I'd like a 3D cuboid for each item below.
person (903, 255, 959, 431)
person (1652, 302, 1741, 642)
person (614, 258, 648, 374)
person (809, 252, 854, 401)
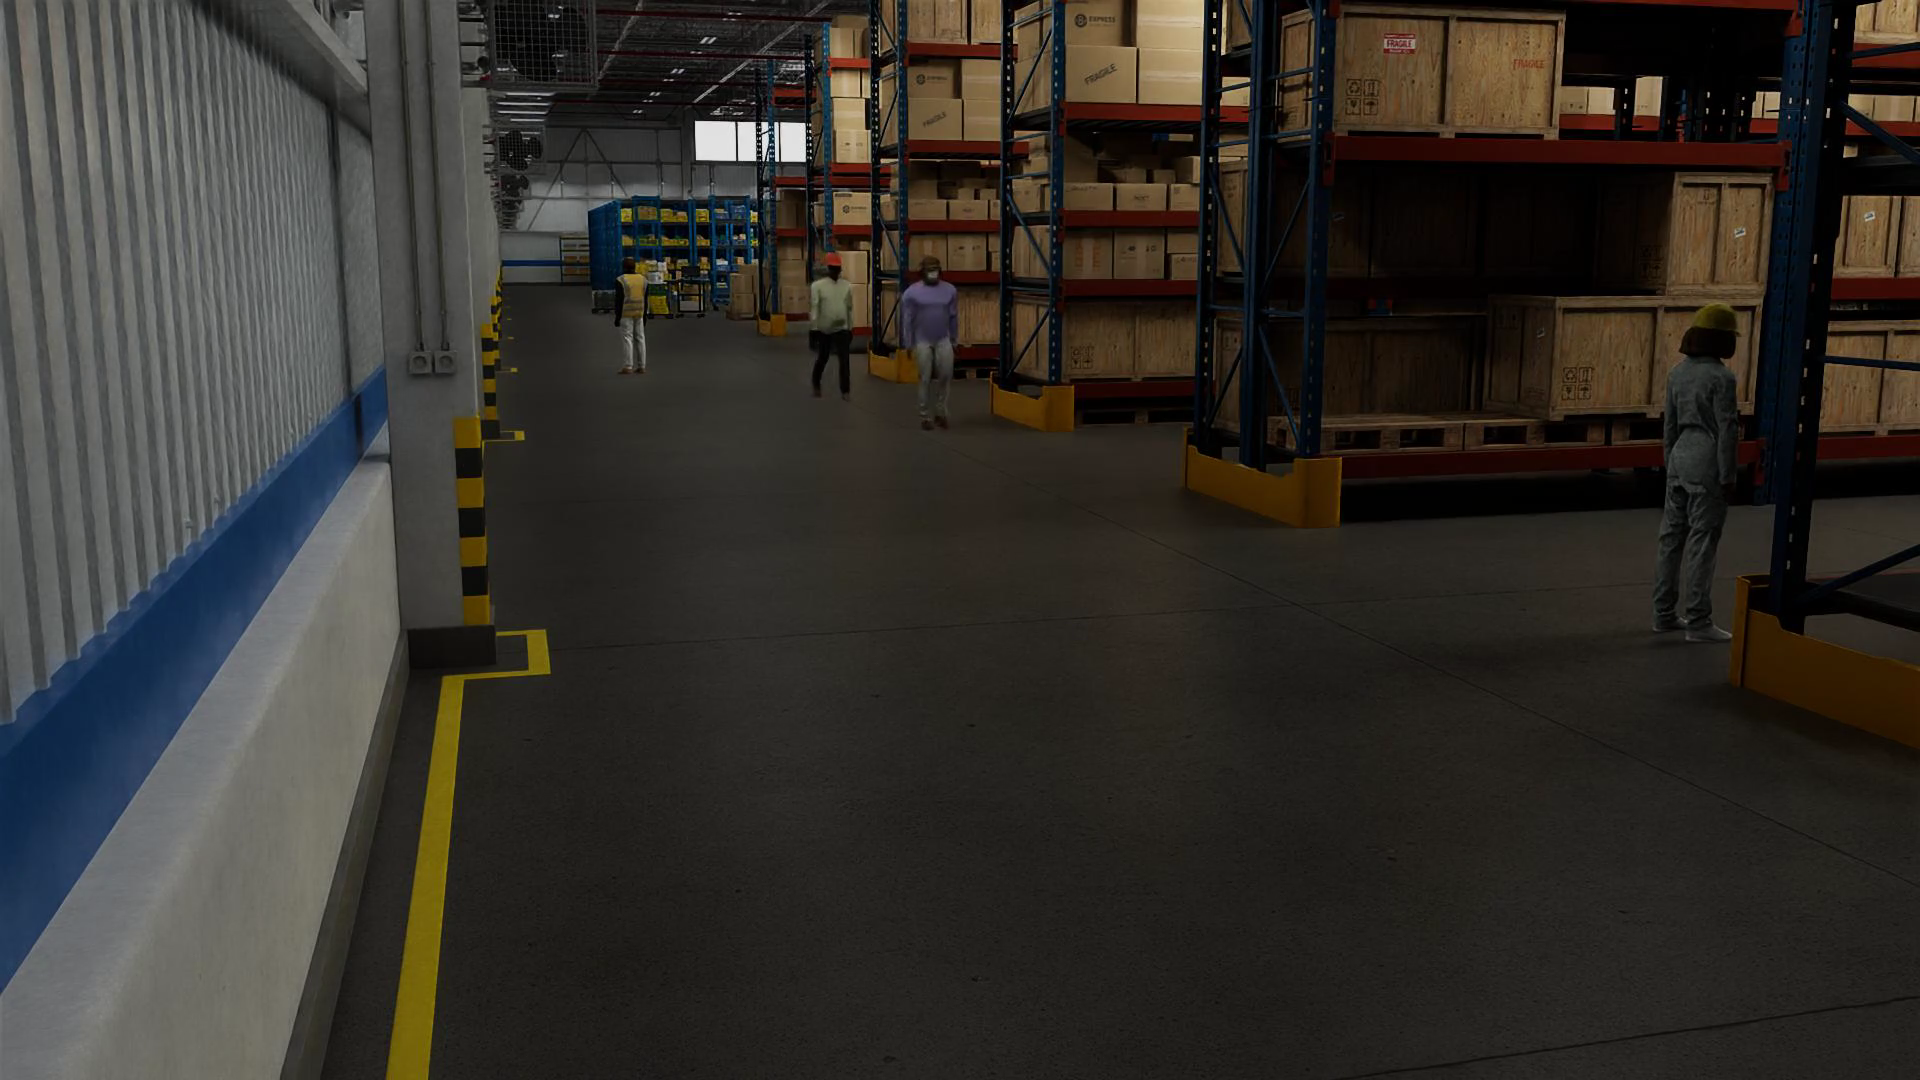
[{"bbox_3d":[-0.308,-2.141,18.218,0.654,1.916,0.584,-3,10,-16],"label":"person"},{"bbox_3d":[3.825,-0.350,8.575,0.298,1.744,0.486,-3,10,-17],"label":"person"},{"bbox_3d":[-5.239,-3.548,26.405,0.429,1.841,0.633,8,13,39],"label":"person"},{"bbox_3d":[-1.721,-2.827,22.009,0.631,1.967,0.906,-5,11,-25],"label":"person"}]
